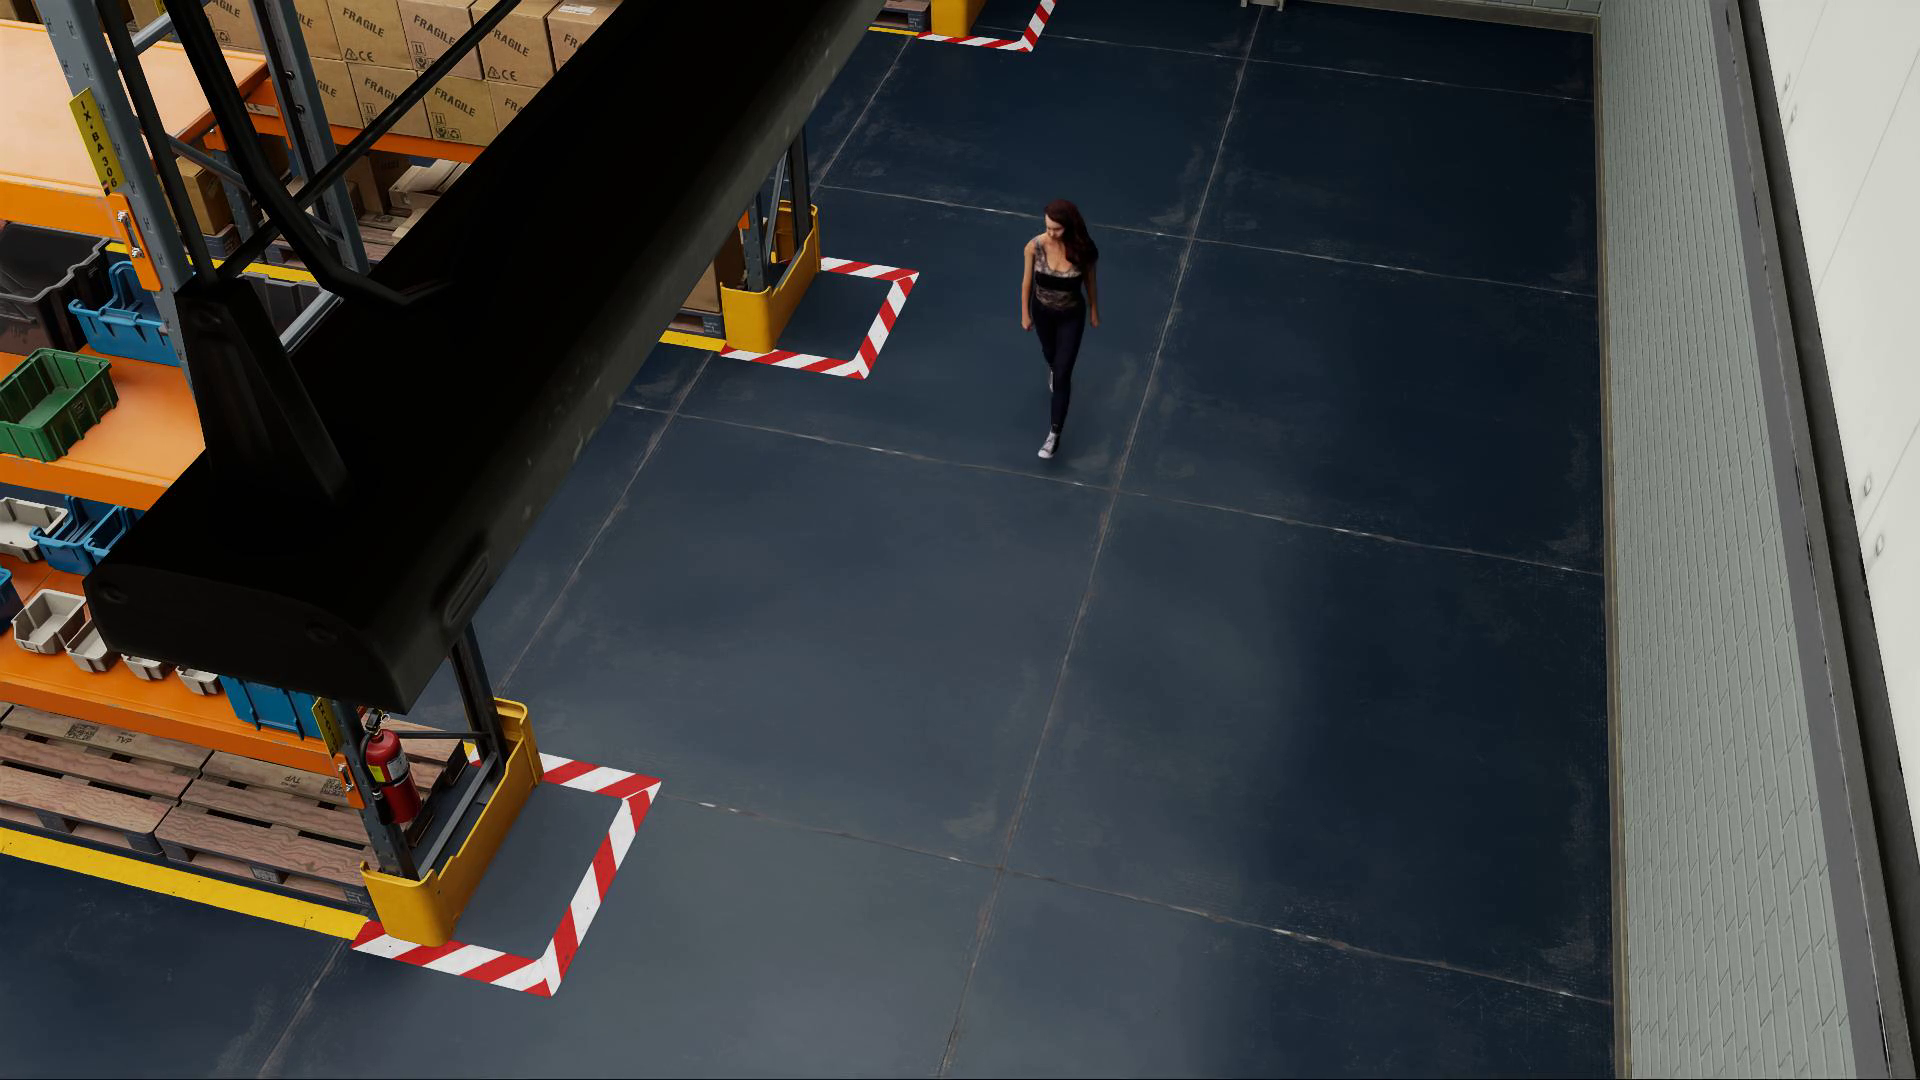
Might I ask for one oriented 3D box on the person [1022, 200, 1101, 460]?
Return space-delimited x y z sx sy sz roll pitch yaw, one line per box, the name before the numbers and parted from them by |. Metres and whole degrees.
person | 0.630 -1.461 10.482 1.148 1.722 0.734 5 43 6
